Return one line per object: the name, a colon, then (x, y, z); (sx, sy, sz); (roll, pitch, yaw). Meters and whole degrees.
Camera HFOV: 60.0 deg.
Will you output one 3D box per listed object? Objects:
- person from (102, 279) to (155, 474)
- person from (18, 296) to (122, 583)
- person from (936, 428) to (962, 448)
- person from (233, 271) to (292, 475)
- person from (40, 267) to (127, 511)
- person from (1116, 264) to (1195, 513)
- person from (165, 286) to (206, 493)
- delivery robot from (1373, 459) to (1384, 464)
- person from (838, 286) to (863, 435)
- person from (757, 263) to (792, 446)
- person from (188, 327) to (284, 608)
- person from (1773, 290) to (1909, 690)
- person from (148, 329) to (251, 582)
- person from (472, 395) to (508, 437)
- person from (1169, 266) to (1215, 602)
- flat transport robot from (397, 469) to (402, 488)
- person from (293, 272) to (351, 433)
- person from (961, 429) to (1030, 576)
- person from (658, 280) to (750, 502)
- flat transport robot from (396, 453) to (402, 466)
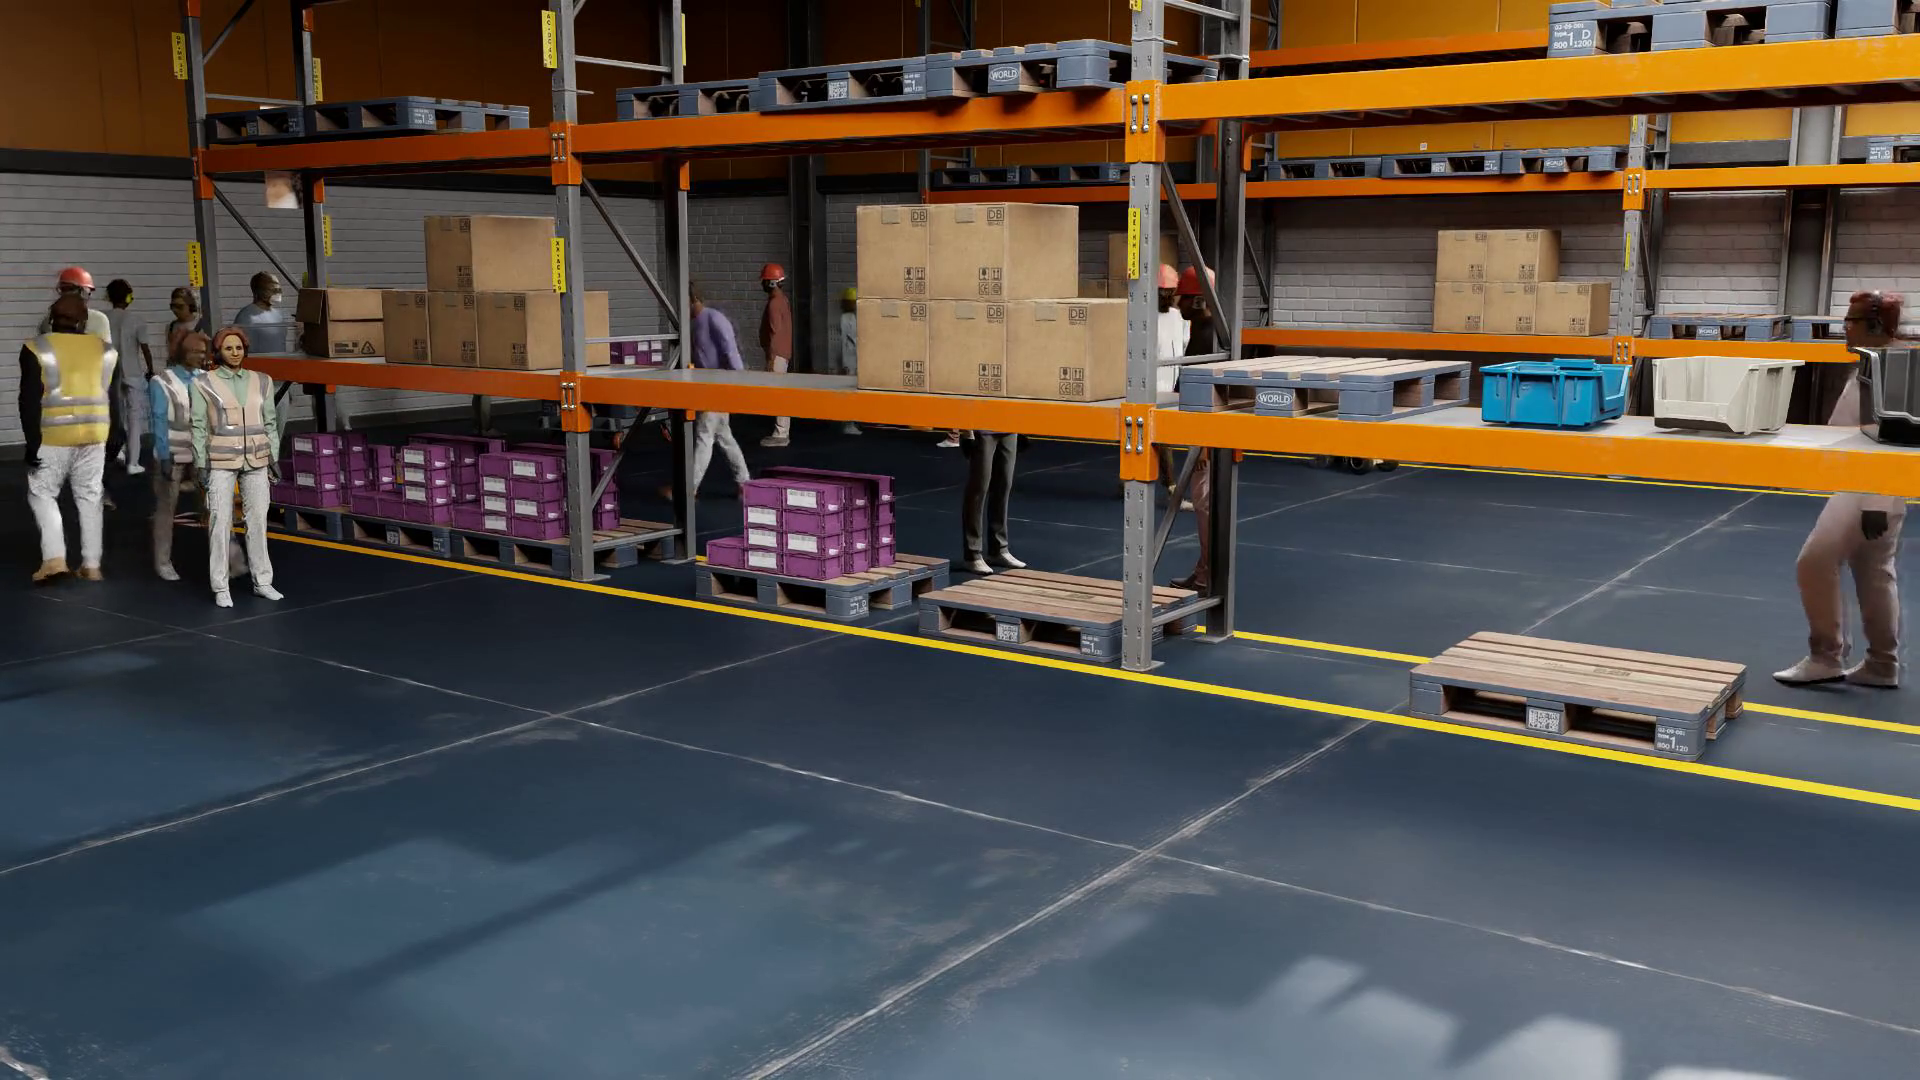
person: (-7.936, -1.542, 15.808); (0.549, 1.843, 0.404); (-1, 10, -9)
person: (-5.602, -0.631, 10.517); (0.474, 1.808, 0.668); (7, 12, 34)
person: (-0.024, -1.944, 18.029); (0.640, 1.905, 0.410); (-9, 13, -42)
person: (-5.780, -1.263, 13.870); (0.355, 1.936, 0.635); (1, 10, 5)
person: (-7.002, -1.190, 13.333); (0.635, 1.968, 0.443); (2, 10, 10)
person: (1.607, -1.260, 13.673); (0.615, 2.003, 1.015); (-7, 12, -37)
person: (-6.756, -1.354, 14.835); (0.567, 1.811, 0.866); (3, 10, 18)
delivery robot: (3.791, -0.975, 15.983); (0.477, 0.478, 0.707); (-8, 12, -38)
person: (-1.234, -2.084, 19.382); (0.362, 1.727, 0.502); (4, 10, 25)
person: (-2.024, -2.026, 18.234); (0.376, 1.997, 0.612); (0, 10, 2)
person: (-4.258, -0.431, 9.798); (0.308, 1.641, 0.514); (9, 13, 42)
person: (4.170, -0.227, 7.848); (0.664, 1.883, 0.668); (6, 11, 32)
person: (-4.783, -0.506, 10.384); (0.859, 1.585, 0.538); (6, 11, 32)
person: (-5.477, -2.113, 19.161); (0.328, 1.862, 0.520); (-7, 12, -36)
person: (1.424, -0.625, 9.895); (0.396, 1.992, 0.623); (1, 10, 8)
flat transport robot: (-4.572, -0.491, 14.223); (1.431, 0.197, 0.652); (-3, 10, -19)
person: (-6.709, -1.868, 17.520); (0.494, 1.913, 0.616); (8, 12, 39)
person: (0.240, -0.740, 10.789); (0.385, 1.922, 0.594); (9, 13, 44)
person: (-2.102, -1.231, 13.900); (0.862, 1.874, 0.662); (-7, 12, -35)
flat transport robot: (-5.154, -0.639, 15.108); (0.652, 0.197, 1.431); (-3, 10, -18)
